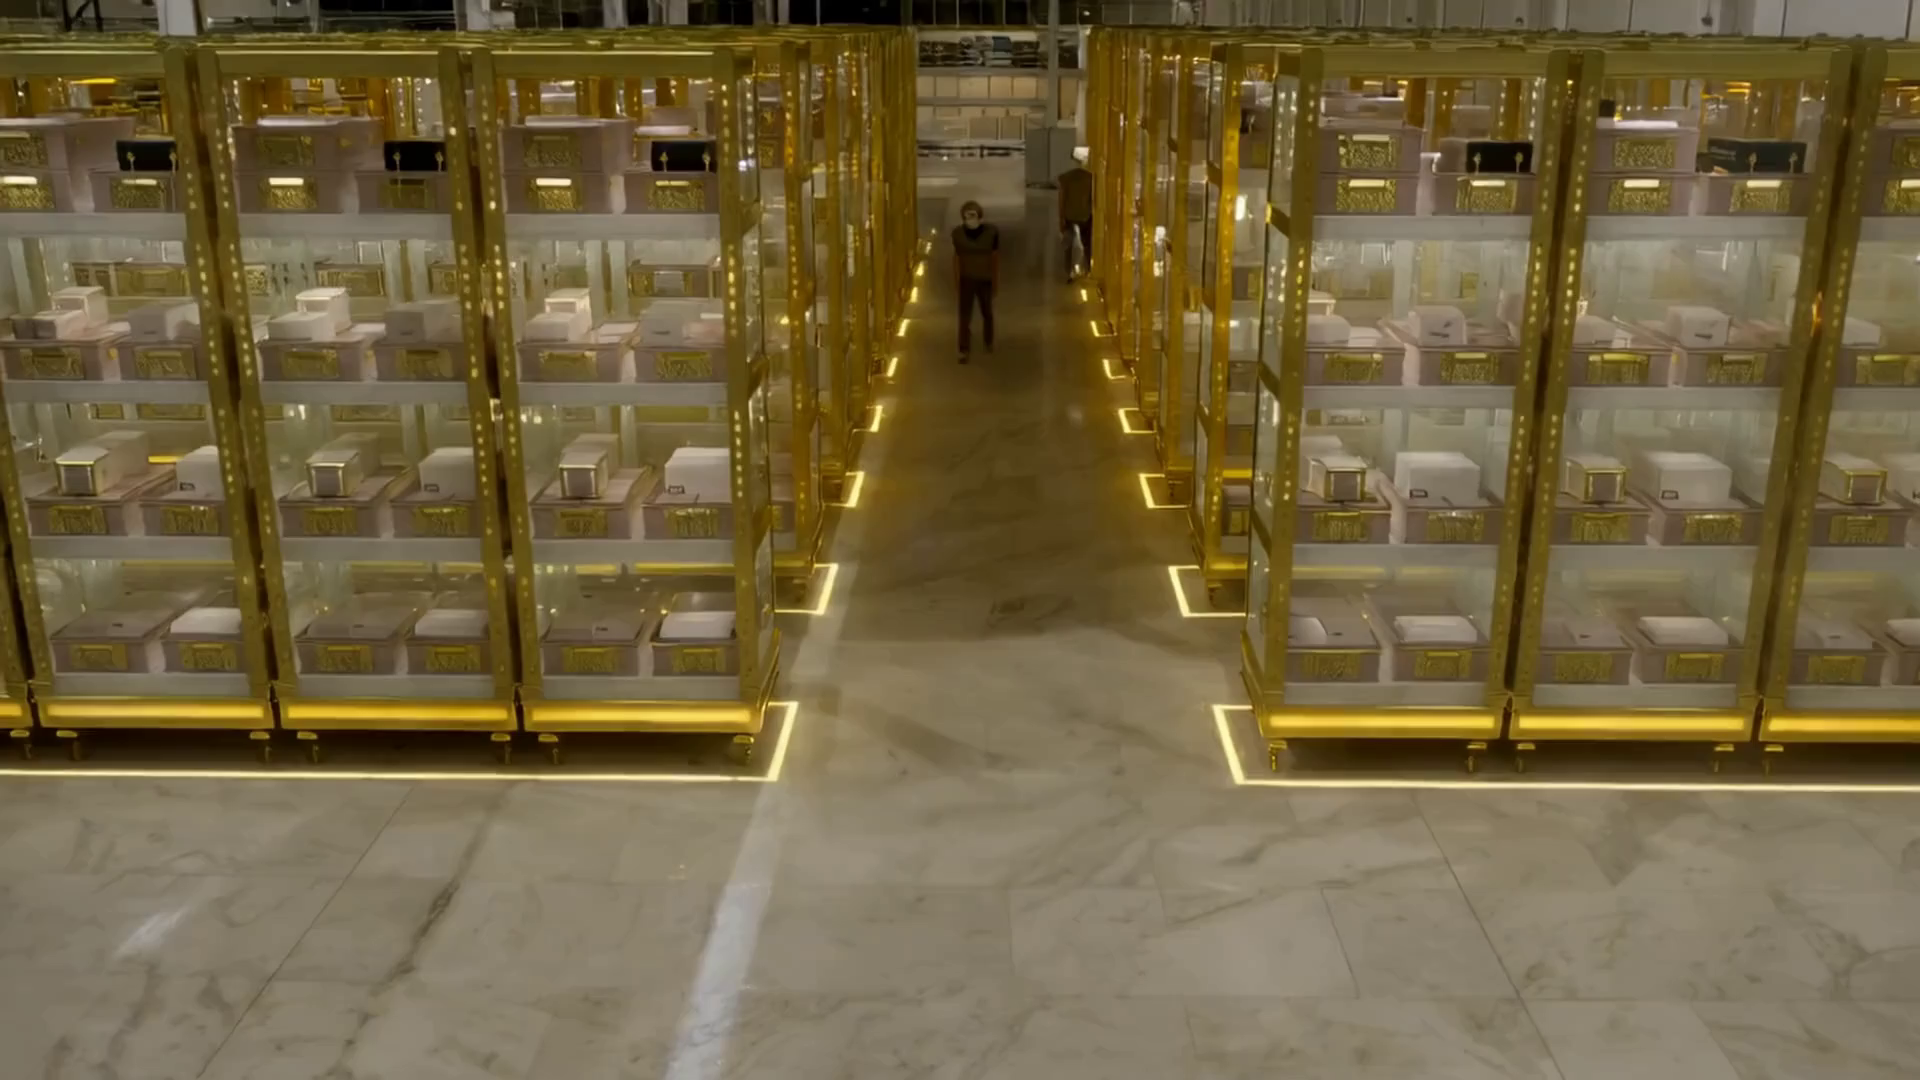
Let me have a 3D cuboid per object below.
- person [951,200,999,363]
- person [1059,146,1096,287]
[{"bbox_3d":[0.190,-2.960,18.859,0.574,1.802,0.943,3,18,10],"label":"person"},{"bbox_3d":[1.715,-4.638,23.872,0.608,1.996,0.382,10,20,28],"label":"person"}]
